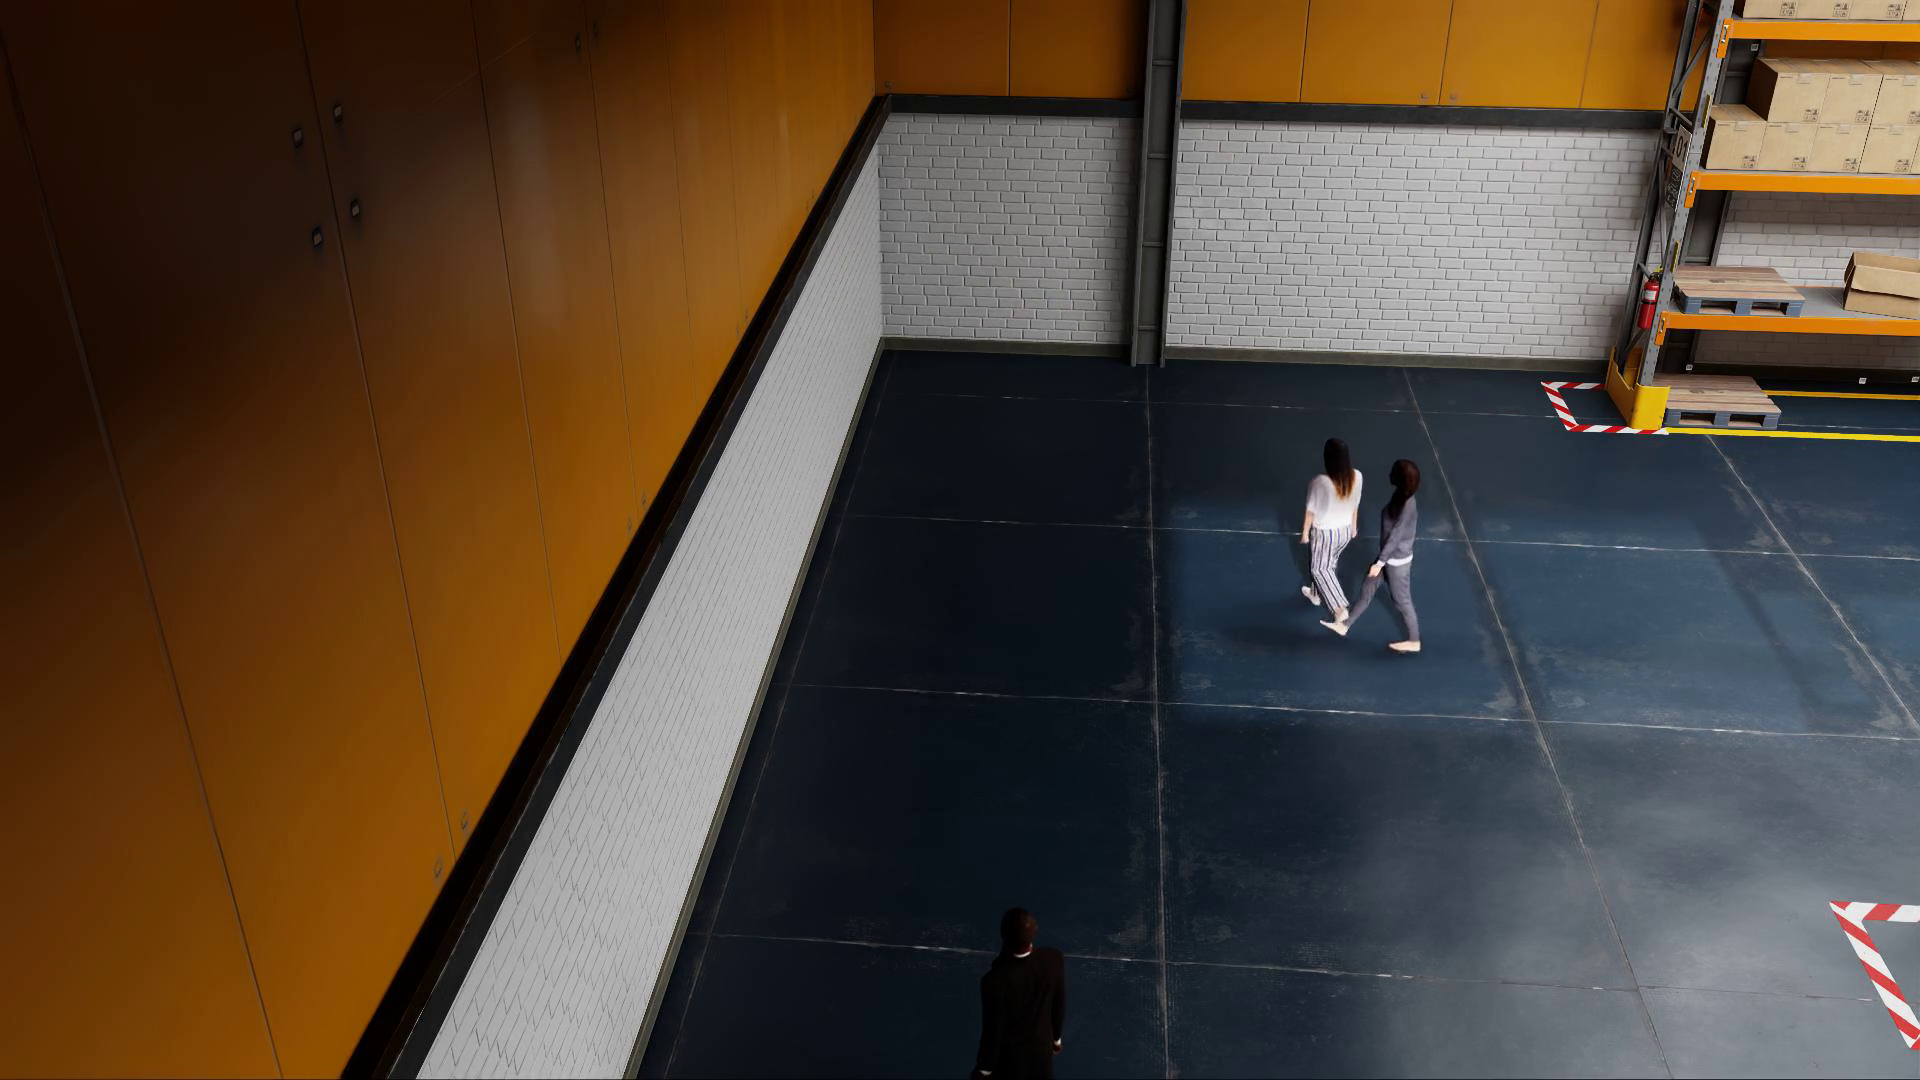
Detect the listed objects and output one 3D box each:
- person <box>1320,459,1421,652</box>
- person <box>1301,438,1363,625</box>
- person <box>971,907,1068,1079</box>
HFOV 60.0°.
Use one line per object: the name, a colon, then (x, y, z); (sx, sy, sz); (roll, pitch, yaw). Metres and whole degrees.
person: (3.676, 0.172, 13.724); (1.042, 1.726, 0.614); (2, 29, 4)
person: (3.206, -0.041, 14.192); (1.128, 1.651, 1.073); (-13, 31, -22)
person: (0.316, 2.719, 8.869); (0.765, 1.904, 0.862); (-16, 32, -27)
